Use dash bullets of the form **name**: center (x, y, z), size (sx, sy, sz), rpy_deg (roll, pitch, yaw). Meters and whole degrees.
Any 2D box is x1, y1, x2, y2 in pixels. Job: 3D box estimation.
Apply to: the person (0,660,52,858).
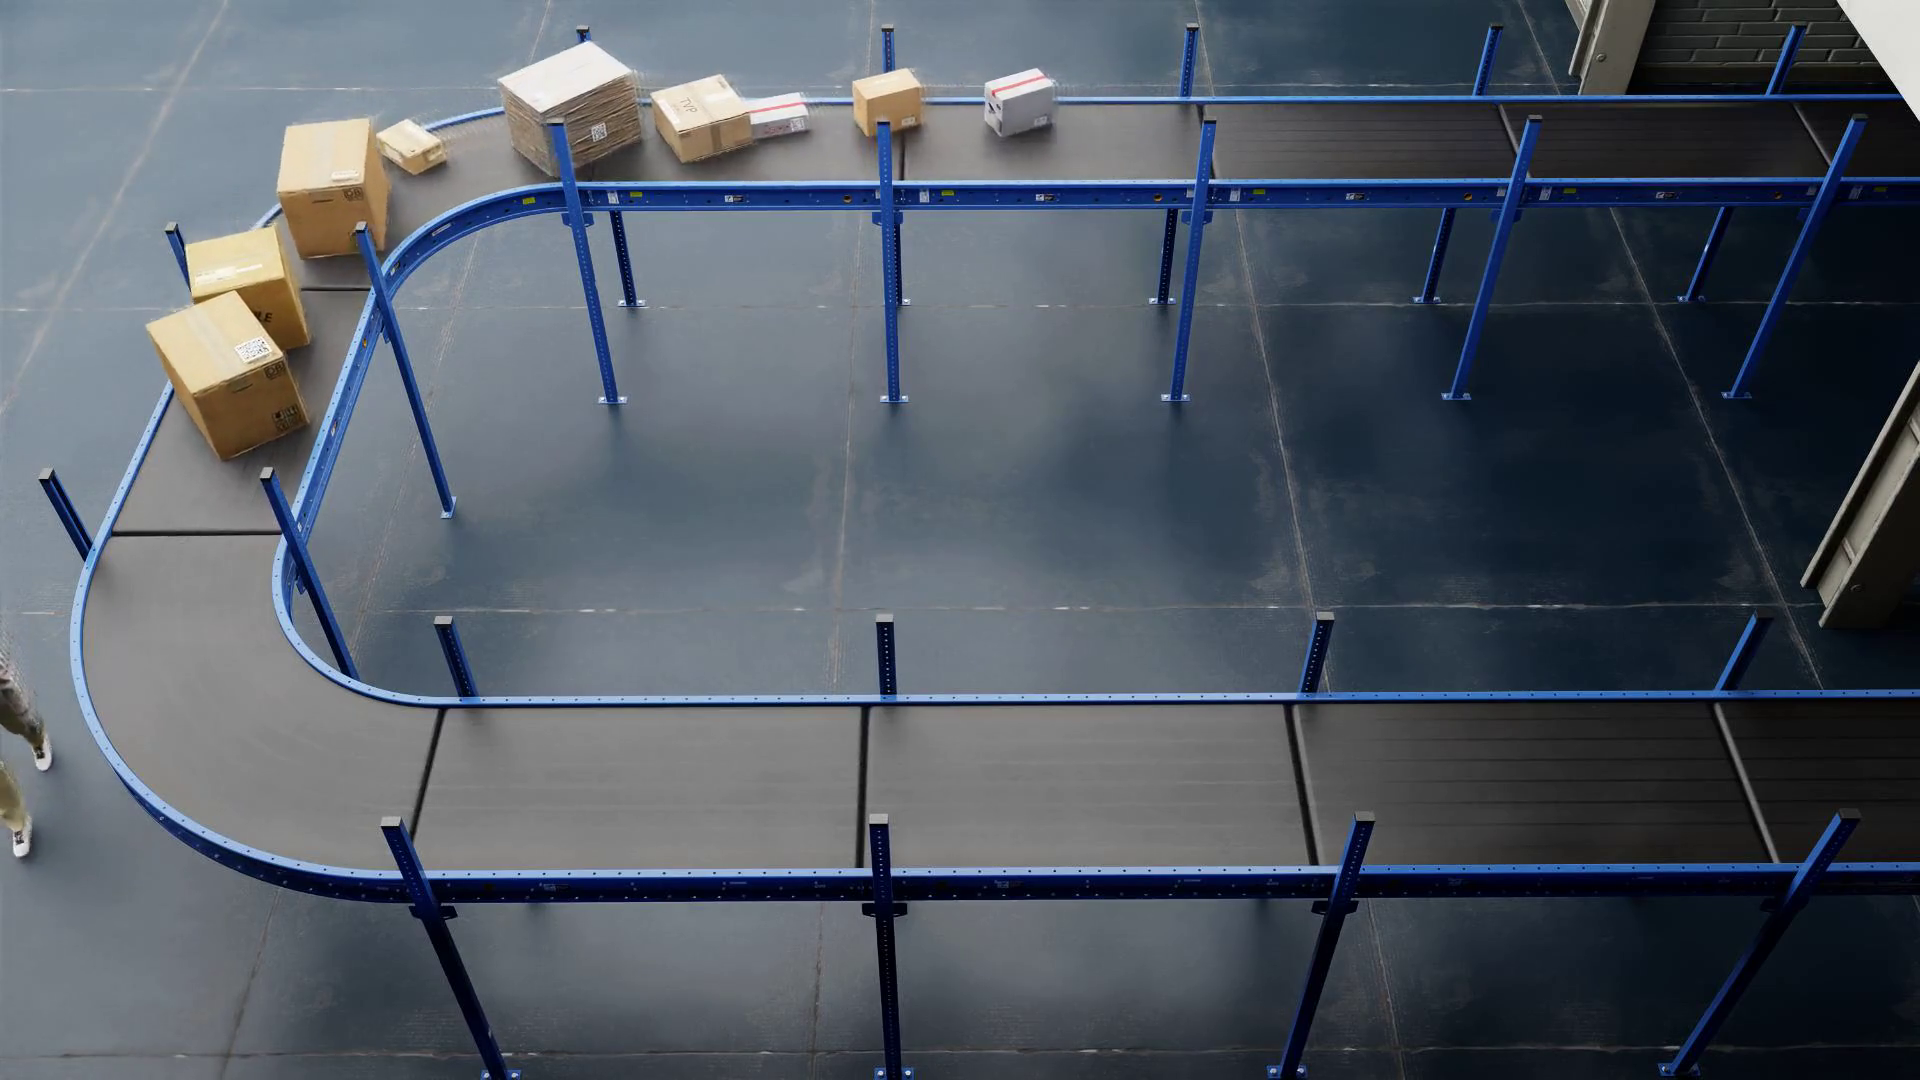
- **person**: center (-5.312, 0.923, 9.327), size (0.517, 1.590, 0.856), rpy_deg (-15, 49, -13)
